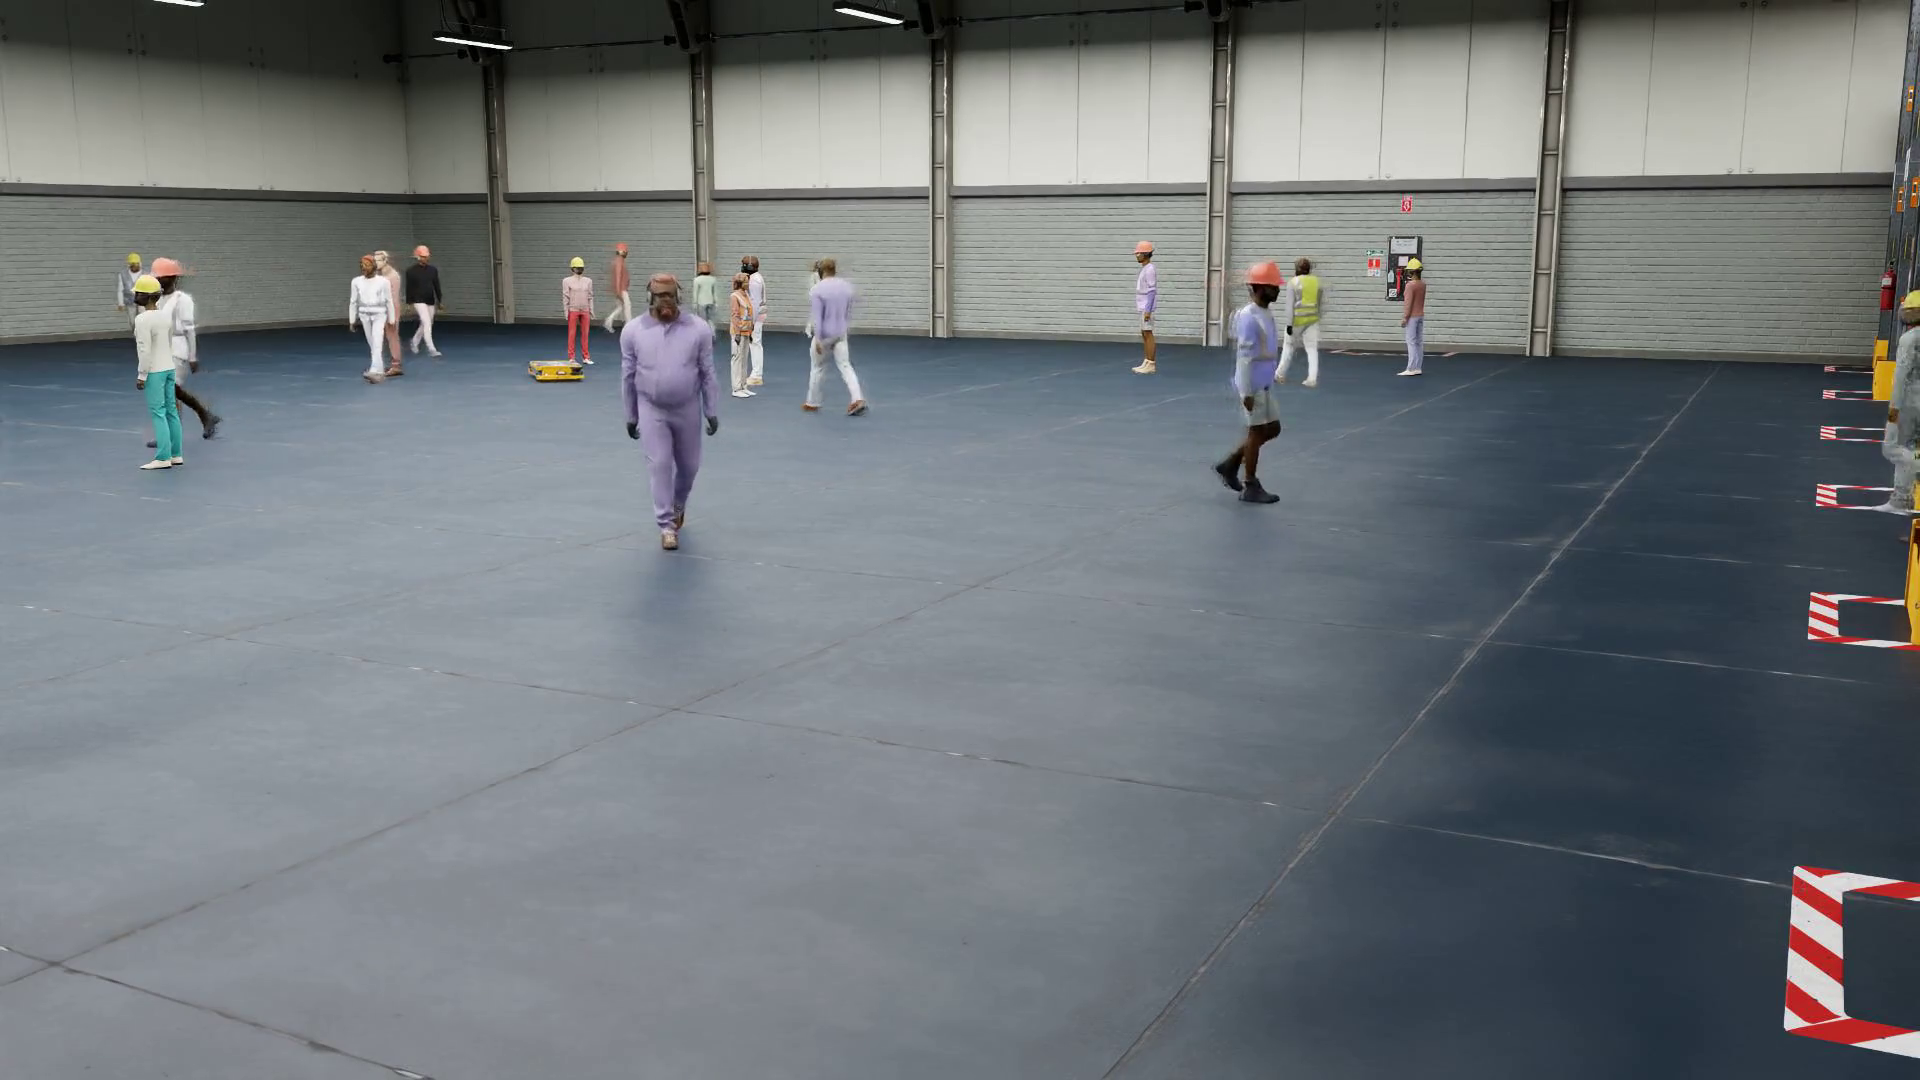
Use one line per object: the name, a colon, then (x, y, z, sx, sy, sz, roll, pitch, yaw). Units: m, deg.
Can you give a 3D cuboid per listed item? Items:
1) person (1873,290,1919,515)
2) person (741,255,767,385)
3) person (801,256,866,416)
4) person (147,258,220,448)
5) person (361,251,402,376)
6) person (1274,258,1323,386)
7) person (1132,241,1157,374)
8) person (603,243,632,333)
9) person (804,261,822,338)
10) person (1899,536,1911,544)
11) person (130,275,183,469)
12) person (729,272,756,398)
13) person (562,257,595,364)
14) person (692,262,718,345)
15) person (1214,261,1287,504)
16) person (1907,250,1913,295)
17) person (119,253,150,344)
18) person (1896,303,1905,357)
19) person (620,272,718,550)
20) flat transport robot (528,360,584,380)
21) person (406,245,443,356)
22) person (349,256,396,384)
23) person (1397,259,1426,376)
person: (7.263, -1.022, 12.569, 0.507, 1.718, 0.515, -7, 12, -32)
person: (-2.974, -3.129, 23.740, 0.429, 1.845, 0.621, -1, 10, -6)
person: (-1.508, -2.419, 19.756, 0.620, 1.899, 1.031, -8, 13, -39)
person: (-7.980, -1.924, 16.995, 0.552, 1.913, 0.866, 5, 12, 27)
person: (-8.763, -3.403, 25.080, 0.680, 1.889, 0.658, 9, 14, 42)
person: (4.835, -3.103, 23.726, 0.657, 1.789, 0.959, -5, 11, -24)
person: (2.839, -3.576, 25.624, 0.394, 2.042, 0.611, 0, 10, -1)
person: (-7.318, -5.424, 35.898, 0.814, 1.972, 0.634, -1, 10, -6)
person: (-2.939, -4.967, 34.384, 0.775, 1.609, 0.521, 6, 12, 29)
person: (6.751, -0.809, 11.022, 0.652, 1.876, 0.891, -6, 12, -30)
person: (-7.371, -1.532, 15.231, 0.304, 1.772, 0.529, 0, 10, 2)
person: (-2.885, -2.708, 21.989, 0.310, 1.642, 0.514, 2, 11, 12)
person: (-6.283, -3.768, 27.433, 0.533, 1.768, 0.311, -8, 13, -36)
person: (-4.886, -4.492, 31.783, 0.501, 1.620, 0.357, -10, 14, -43)
person: (2.343, -1.253, 13.268, 0.509, 1.925, 0.561, 5, 12, 28)
person: (14.003, -3.327, 24.639, 0.409, 1.907, 0.651, 5, 12, 27)
person: (-15.358, -4.454, 31.053, 0.600, 1.813, 0.751, -4, 11, -19)
person: (11.028, -2.190, 19.212, 0.280, 1.624, 0.493, -4, 11, -23)
person: (-2.020, -0.913, 11.547, 0.650, 1.883, 0.810, -3, 11, -16)
flat transport robot: (-6.029, -2.536, 24.789, 0.652, 0.197, 1.431, -4, 11, -20)
person: (-9.548, -4.247, 29.515, 0.924, 1.965, 0.612, 8, 13, 39)
person: (-8.526, -3.183, 24.068, 0.605, 1.824, 1.000, 1, 10, 5)
person: (6.875, -3.372, 25.272, 0.314, 1.769, 0.523, 9, 14, 42)
